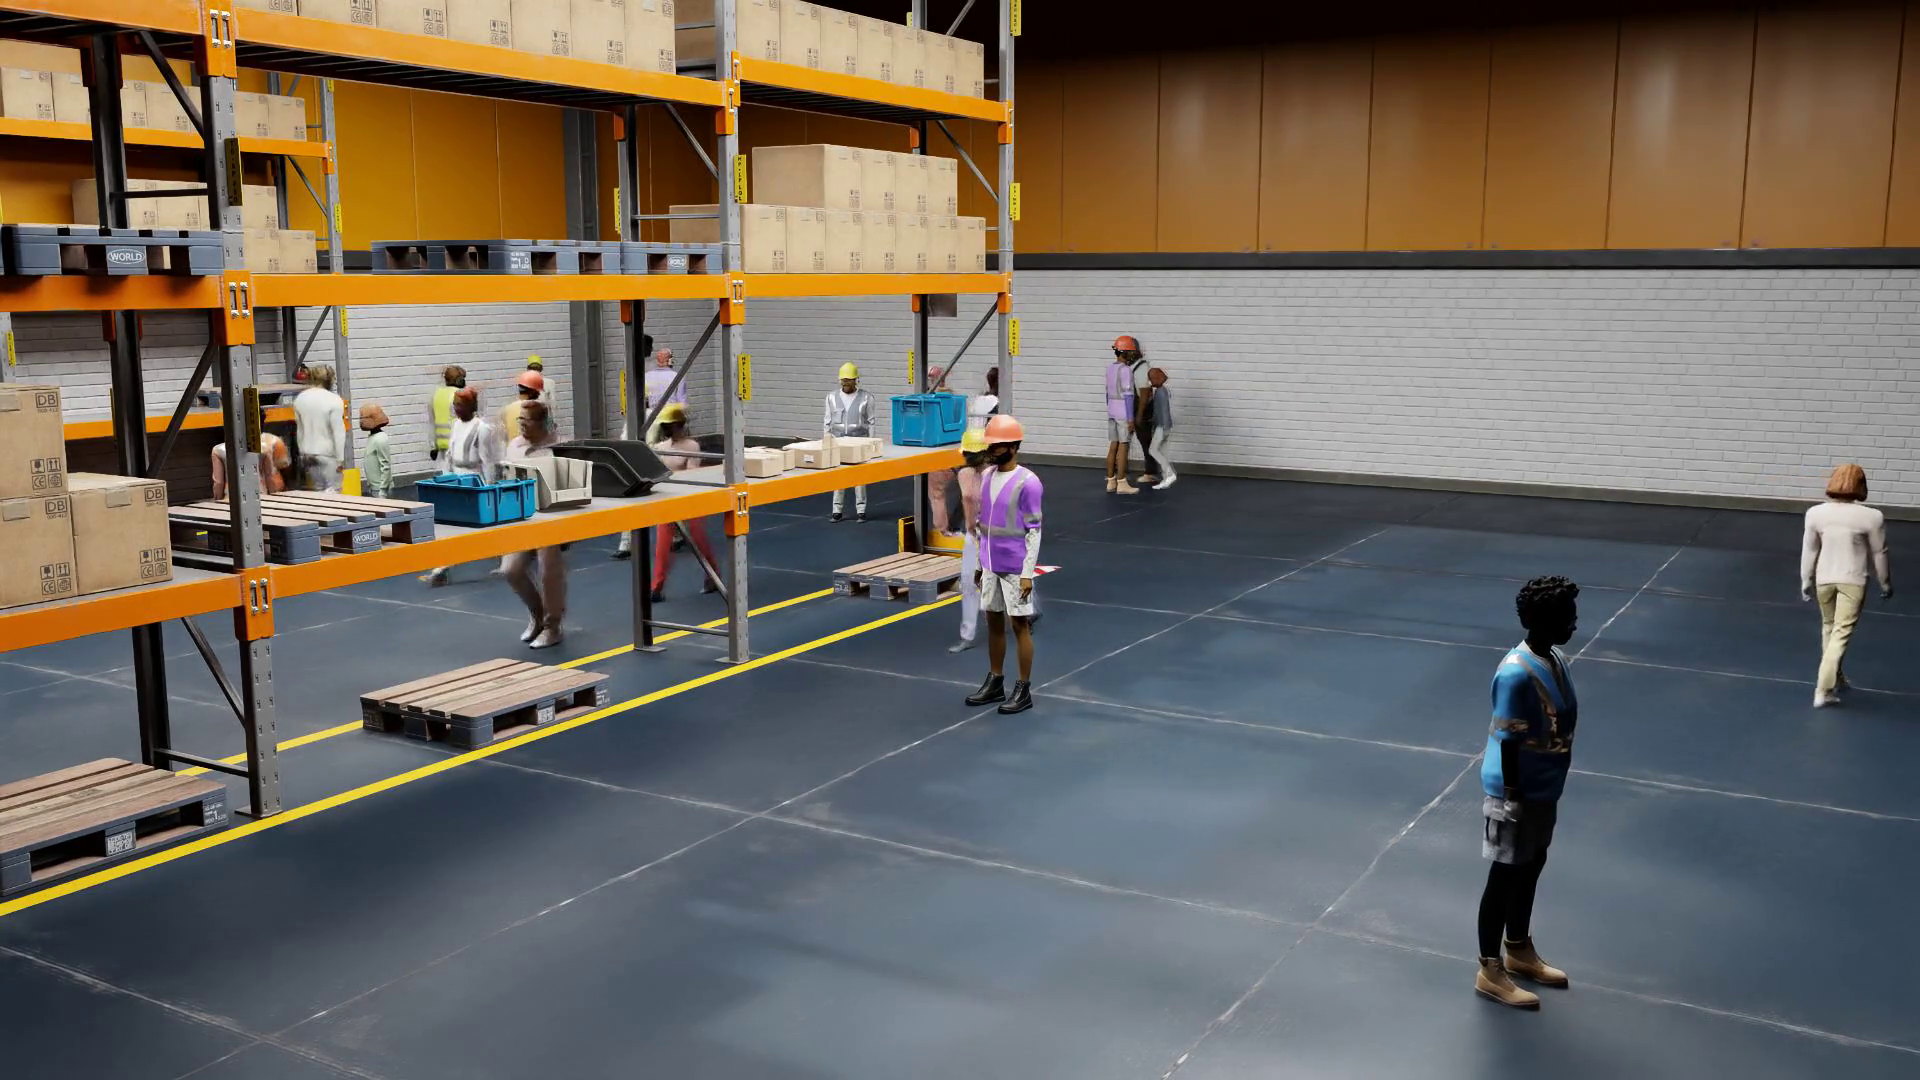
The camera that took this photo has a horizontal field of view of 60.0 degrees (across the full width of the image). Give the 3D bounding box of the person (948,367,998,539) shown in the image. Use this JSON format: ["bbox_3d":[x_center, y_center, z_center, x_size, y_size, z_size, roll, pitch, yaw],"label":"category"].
[{"bbox_3d":[0.291,-0.906,17.664,1.032,1.863,0.572,-2,9,-13],"label":"person"}]

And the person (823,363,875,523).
[{"bbox_3d":[-1.266,-1.103,18.964,0.596,1.830,0.404,1,9,5],"label":"person"}]

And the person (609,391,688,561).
[{"bbox_3d":[-3.117,-0.704,16.637,0.581,1.786,0.924,8,12,41],"label":"person"}]

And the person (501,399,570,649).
[{"bbox_3d":[-3.204,-0.118,12.593,0.670,1.894,0.432,5,10,27],"label":"person"}]

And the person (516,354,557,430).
[{"bbox_3d":[-5.663,-1.607,22.302,0.525,1.770,0.306,-3,10,-18],"label":"person"}]

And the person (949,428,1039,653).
[{"bbox_3d":[0.275,-0.027,12.664,0.532,1.709,0.880,8,12,41],"label":"person"}]

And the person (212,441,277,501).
[{"bbox_3d":[-6.254,-0.304,14.569,0.514,1.640,0.309,-5,10,-26],"label":"person"}]

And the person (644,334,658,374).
[{"bbox_3d":[-4.627,-2.058,24.526,0.628,1.952,0.636,8,12,42],"label":"person"}]

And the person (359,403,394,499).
[{"bbox_3d":[-5.456,-0.464,15.586,0.278,1.631,0.507,-5,10,-30],"label":"person"}]

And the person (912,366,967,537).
[{"bbox_3d":[-0.279,-0.863,17.286,0.660,1.882,0.621,-9,13,-44],"label":"person"}]

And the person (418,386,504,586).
[{"bbox_3d":[-4.486,-0.501,15.256,1.036,1.823,0.605,-7,11,-35],"label":"person"}]

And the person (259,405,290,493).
[{"bbox_3d":[-6.562,-0.483,15.643,0.553,1.657,0.877,1,9,6],"label":"person"}]

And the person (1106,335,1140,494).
[{"bbox_3d":[2.101,-1.613,21.484,0.377,2.044,0.608,-4,10,-22],"label":"person"}]

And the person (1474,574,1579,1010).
[{"bbox_3d":[2.218,0.964,6.495,0.320,1.694,0.534,7,12,39],"label":"person"}]

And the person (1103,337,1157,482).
[{"bbox_3d":[2.333,-1.773,22.485,0.866,2.000,0.699,-6,11,-33],"label":"person"}]

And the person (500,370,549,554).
[{"bbox_3d":[-4.349,-0.740,16.523,0.542,1.896,0.882,5,11,31],"label":"person"}]

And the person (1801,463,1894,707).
[{"bbox_3d":[5.855,0.288,11.006,0.659,1.610,0.504,-6,11,-34],"label":"person"}]

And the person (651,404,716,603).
[{"bbox_3d":[-2.434,-0.332,14.500,0.525,1.724,0.891,5,10,28],"label":"person"}]

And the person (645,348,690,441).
[{"bbox_3d":[-3.684,-1.456,20.934,0.652,1.904,0.402,3,10,19],"label":"person"}]

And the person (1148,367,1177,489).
[{"bbox_3d":[2.635,-1.460,21.890,0.364,1.597,0.527,1,9,4],"label":"person"}]

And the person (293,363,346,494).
[{"bbox_3d":[-6.699,-0.880,17.329,0.640,1.920,0.670,4,10,21],"label":"person"}]

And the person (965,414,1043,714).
[{"bbox_3d":[0.282,0.154,10.780,0.359,1.938,0.545,-8,12,-42],"label":"person"}]

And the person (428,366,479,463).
[{"bbox_3d":[-5.624,-1.063,18.804,0.623,1.793,0.955,6,11,33],"label":"person"}]
